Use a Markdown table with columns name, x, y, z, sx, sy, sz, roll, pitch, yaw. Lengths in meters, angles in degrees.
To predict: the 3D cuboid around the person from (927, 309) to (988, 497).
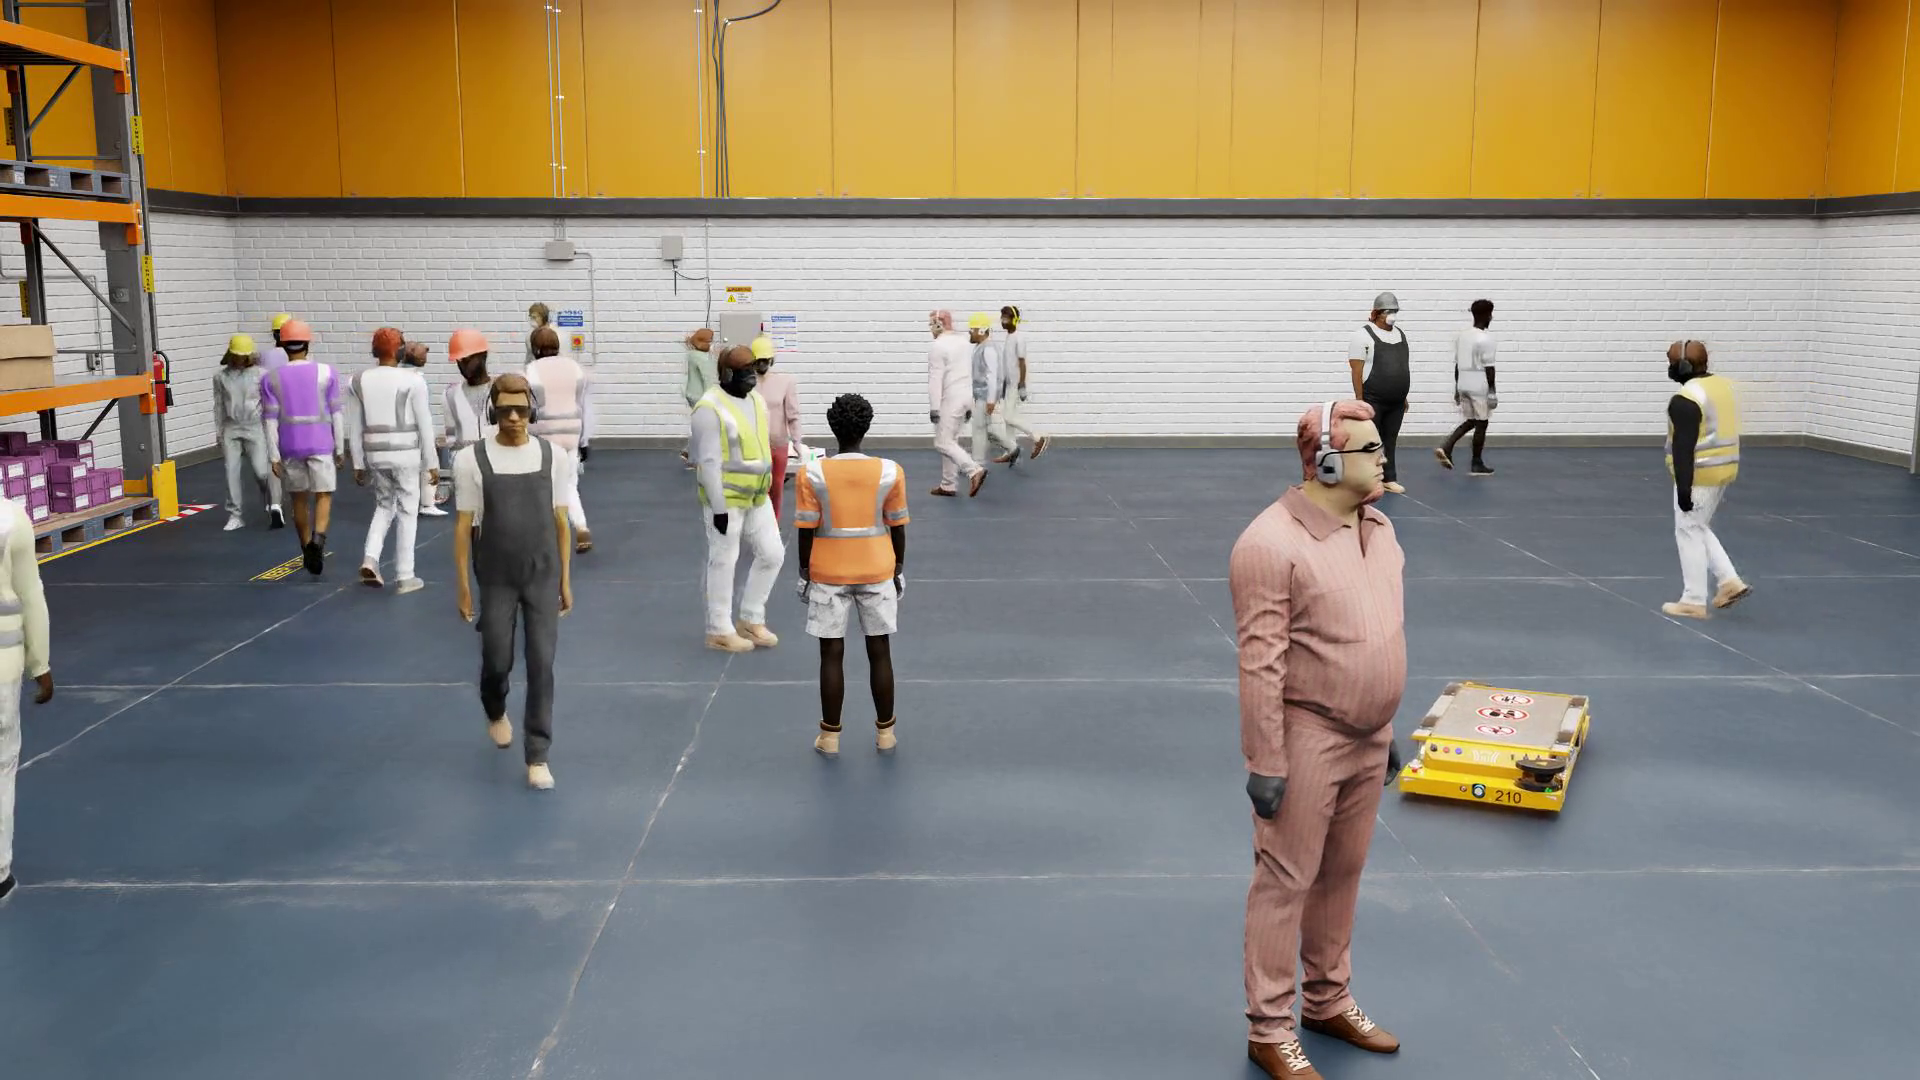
| name | x | y | z | sx | sy | sz | roll | pitch | yaw |
| --- | --- | --- | --- | --- | --- | --- | --- | --- | --- |
| person | -0.012 | -1.335 | 16.407 | 0.701 | 1.869 | 0.682 | 6 | 11 | 31 |

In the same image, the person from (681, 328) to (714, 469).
| name | x | y | z | sx | sy | sz | roll | pitch | yaw |
| --- | --- | --- | --- | --- | --- | --- | --- | --- | --- |
| person | -2.940 | -1.585 | 18.774 | 0.364 | 1.610 | 0.508 | -4 | 10 | -23 |

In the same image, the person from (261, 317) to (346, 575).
| name | x | y | z | sx | sy | sz | roll | pitch | yaw |
| --- | --- | --- | --- | --- | --- | --- | --- | --- | --- |
| person | -4.862 | -0.688 | 12.339 | 0.551 | 1.919 | 0.822 | -3 | 10 | -15 |

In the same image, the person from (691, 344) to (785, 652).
| name | x | y | z | sx | sy | sz | roll | pitch | yaw |
| --- | --- | --- | --- | --- | --- | --- | --- | --- | --- |
| person | -1.288 | -0.229 | 9.768 | 0.518 | 1.825 | 0.659 | 5 | 11 | 29 |

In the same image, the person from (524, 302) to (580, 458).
| name | x | y | z | sx | sy | sz | roll | pitch | yaw |
| --- | --- | --- | --- | --- | --- | --- | --- | --- | --- |
| person | -4.523 | -1.697 | 18.505 | 0.642 | 1.913 | 0.754 | 8 | 12 | 41 |

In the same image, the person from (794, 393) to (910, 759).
| name | x | y | z | sx | sy | sz | roll | pitch | yaw |
| --- | --- | --- | --- | --- | --- | --- | --- | --- | --- |
| person | -0.503 | 0.169 | 7.726 | 0.540 | 1.695 | 0.316 | -2 | 9 | -12 |

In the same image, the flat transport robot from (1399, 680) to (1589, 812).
| name | x | y | z | sx | sy | sz | roll | pitch | yaw |
| --- | --- | --- | --- | --- | --- | --- | --- | --- | --- |
| flat transport robot | 2.468 | 0.904 | 7.584 | 0.652 | 0.197 | 1.431 | 4 | 10 | 25 |

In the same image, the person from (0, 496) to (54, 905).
| name | x | y | z | sx | sy | sz | roll | pitch | yaw |
| --- | --- | --- | --- | --- | --- | --- | --- | --- | --- |
| person | -3.481 | 0.442 | 5.750 | 0.597 | 1.802 | 0.520 | -4 | 10 | -23 |

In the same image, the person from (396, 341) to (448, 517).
| name | x | y | z | sx | sy | sz | roll | pitch | yaw |
| --- | --- | --- | --- | --- | --- | --- | --- | --- | --- |
| person | -4.958 | -0.994 | 15.127 | 0.617 | 1.622 | 0.388 | 8 | 12 | 40 |

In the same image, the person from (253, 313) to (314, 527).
| name | x | y | z | sx | sy | sz | roll | pitch | yaw |
| --- | --- | --- | --- | --- | --- | --- | --- | --- | --- |
| person | -6.006 | -1.070 | 14.767 | 0.577 | 1.884 | 0.951 | -2 | 10 | -14 |

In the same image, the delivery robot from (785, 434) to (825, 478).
| name | x | y | z | sx | sy | sz | roll | pitch | yaw |
| --- | --- | --- | --- | --- | --- | --- | --- | --- | --- |
| delivery robot | -1.756 | -0.850 | 17.180 | 0.707 | 0.478 | 0.477 | 3 | 10 | 20 |

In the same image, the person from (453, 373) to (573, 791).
| name | x | y | z | sx | sy | sz | roll | pitch | yaw |
| --- | --- | --- | --- | --- | --- | --- | --- | --- | --- |
| person | -1.984 | 0.161 | 7.403 | 0.510 | 1.826 | 0.672 | -4 | 10 | -24 |

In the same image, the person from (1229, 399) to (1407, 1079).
| name | x | y | z | sx | sy | sz | roll | pitch | yaw |
| --- | --- | --- | --- | --- | --- | --- | --- | --- | --- |
| person | 1.035 | 0.562 | 4.665 | 0.650 | 1.911 | 0.409 | -9 | 13 | -42 |

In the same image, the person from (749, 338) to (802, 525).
| name | x | y | z | sx | sy | sz | roll | pitch | yaw |
| --- | --- | --- | --- | --- | --- | --- | --- | --- | --- |
| person | -1.558 | -0.766 | 13.388 | 0.534 | 1.725 | 0.896 | -2 | 9 | -12 |

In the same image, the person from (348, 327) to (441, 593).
| name | x | y | z | sx | sy | sz | roll | pitch | yaw |
| --- | --- | --- | --- | --- | --- | --- | --- | --- | --- |
| person | -3.943 | -0.546 | 11.572 | 0.583 | 1.870 | 0.450 | 2 | 9 | 11 |

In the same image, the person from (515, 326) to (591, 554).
| name | x | y | z | sx | sy | sz | roll | pitch | yaw |
| --- | --- | --- | --- | --- | --- | --- | --- | --- | --- |
| person | -3.149 | -0.735 | 12.853 | 0.645 | 1.831 | 0.507 | -7 | 12 | -38 |

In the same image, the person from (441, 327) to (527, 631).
| name | x | y | z | sx | sy | sz | roll | pitch | yaw |
| --- | --- | --- | --- | --- | --- | --- | --- | --- | --- |
| person | -3.008 | -0.412 | 10.655 | 0.564 | 1.907 | 0.779 | 0 | 9 | -2 |

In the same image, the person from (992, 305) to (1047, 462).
| name | x | y | z | sx | sy | sz | roll | pitch | yaw |
| --- | --- | --- | --- | --- | --- | --- | --- | --- | --- |
| person | 0.677 | -1.810 | 19.417 | 0.529 | 1.853 | 0.531 | -2 | 10 | -13 |

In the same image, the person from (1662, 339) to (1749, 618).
| name | x | y | z | sx | sy | sz | roll | pitch | yaw |
| --- | --- | --- | --- | --- | --- | --- | --- | --- | --- |
| person | 4.796 | -0.390 | 10.803 | 0.645 | 1.815 | 0.481 | -8 | 12 | -41 |

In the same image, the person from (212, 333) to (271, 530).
| name | x | y | z | sx | sy | sz | roll | pitch | yaw |
| --- | --- | --- | --- | --- | --- | --- | --- | --- | --- |
| person | -6.243 | -0.956 | 14.557 | 0.535 | 1.713 | 0.563 | -1 | 9 | -8 |

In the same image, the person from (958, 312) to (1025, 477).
| name | x | y | z | sx | sy | sz | roll | pitch | yaw |
| --- | --- | --- | --- | --- | --- | --- | --- | --- | --- |
| person | 0.349 | -1.589 | 18.179 | 0.700 | 1.812 | 0.605 | -1 | 9 | -9 |

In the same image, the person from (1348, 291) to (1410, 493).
| name | x | y | z | sx | sy | sz | roll | pitch | yaw |
| --- | --- | --- | --- | --- | --- | --- | --- | --- | --- |
| person | 4.276 | -1.473 | 16.745 | 0.683 | 2.000 | 0.537 | -4 | 10 | -24 |

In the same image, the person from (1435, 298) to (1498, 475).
| name | x | y | z | sx | sy | sz | roll | pitch | yaw |
| --- | --- | --- | --- | --- | --- | --- | --- | --- | --- |
| person | 5.604 | -1.665 | 18.200 | 0.562 | 1.949 | 0.609 | -3 | 10 | -18 |
